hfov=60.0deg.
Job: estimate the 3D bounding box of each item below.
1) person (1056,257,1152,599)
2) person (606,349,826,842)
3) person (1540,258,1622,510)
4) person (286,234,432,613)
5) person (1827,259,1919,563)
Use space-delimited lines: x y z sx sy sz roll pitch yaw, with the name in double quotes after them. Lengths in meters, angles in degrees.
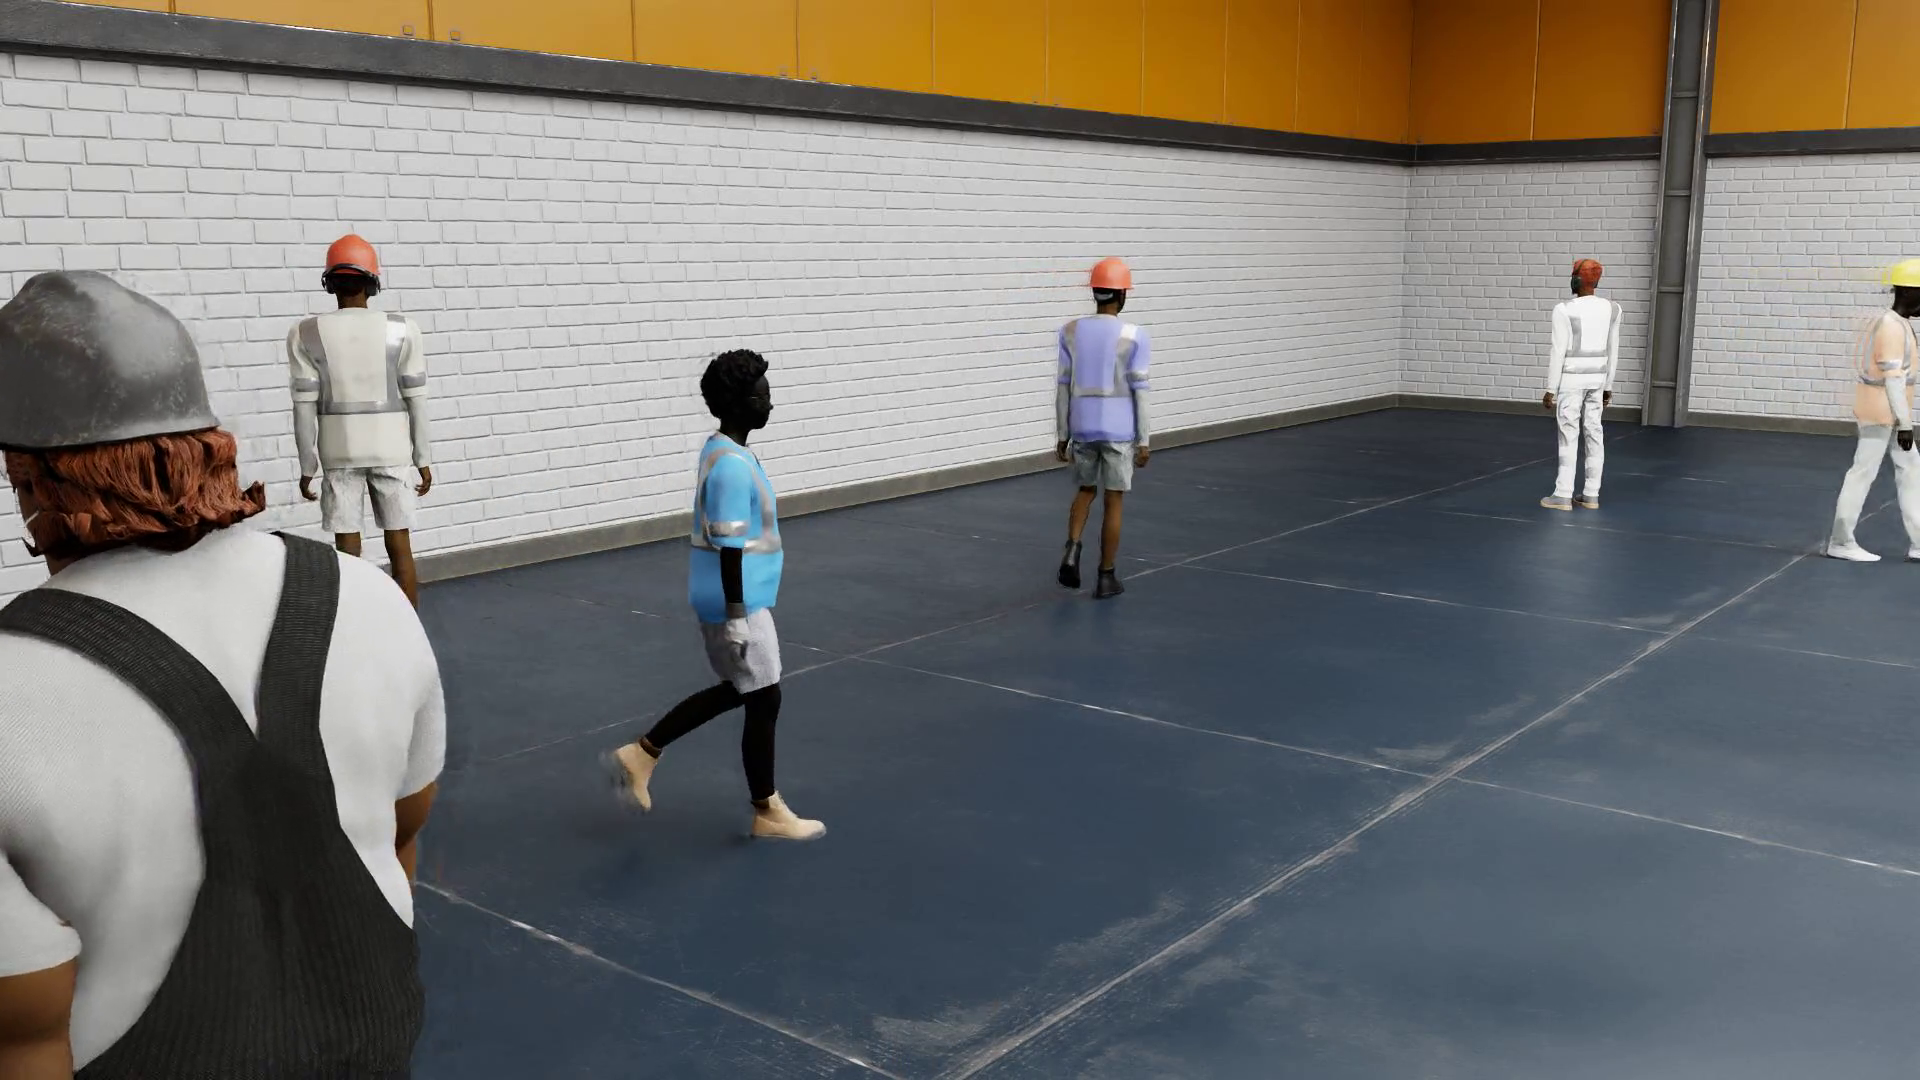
0.813 -0.618 9.379 0.557 1.926 0.451 5 11 26 "person"
-0.826 0.201 5.538 0.668 1.676 0.540 -1 10 -8 "person"
4.662 -1.163 12.508 0.579 1.884 0.352 -3 11 -16 "person"
-2.790 -0.391 7.787 0.605 2.045 0.378 -3 11 -18 "person"
5.878 -0.769 10.277 0.857 1.892 0.620 7 12 34 "person"
